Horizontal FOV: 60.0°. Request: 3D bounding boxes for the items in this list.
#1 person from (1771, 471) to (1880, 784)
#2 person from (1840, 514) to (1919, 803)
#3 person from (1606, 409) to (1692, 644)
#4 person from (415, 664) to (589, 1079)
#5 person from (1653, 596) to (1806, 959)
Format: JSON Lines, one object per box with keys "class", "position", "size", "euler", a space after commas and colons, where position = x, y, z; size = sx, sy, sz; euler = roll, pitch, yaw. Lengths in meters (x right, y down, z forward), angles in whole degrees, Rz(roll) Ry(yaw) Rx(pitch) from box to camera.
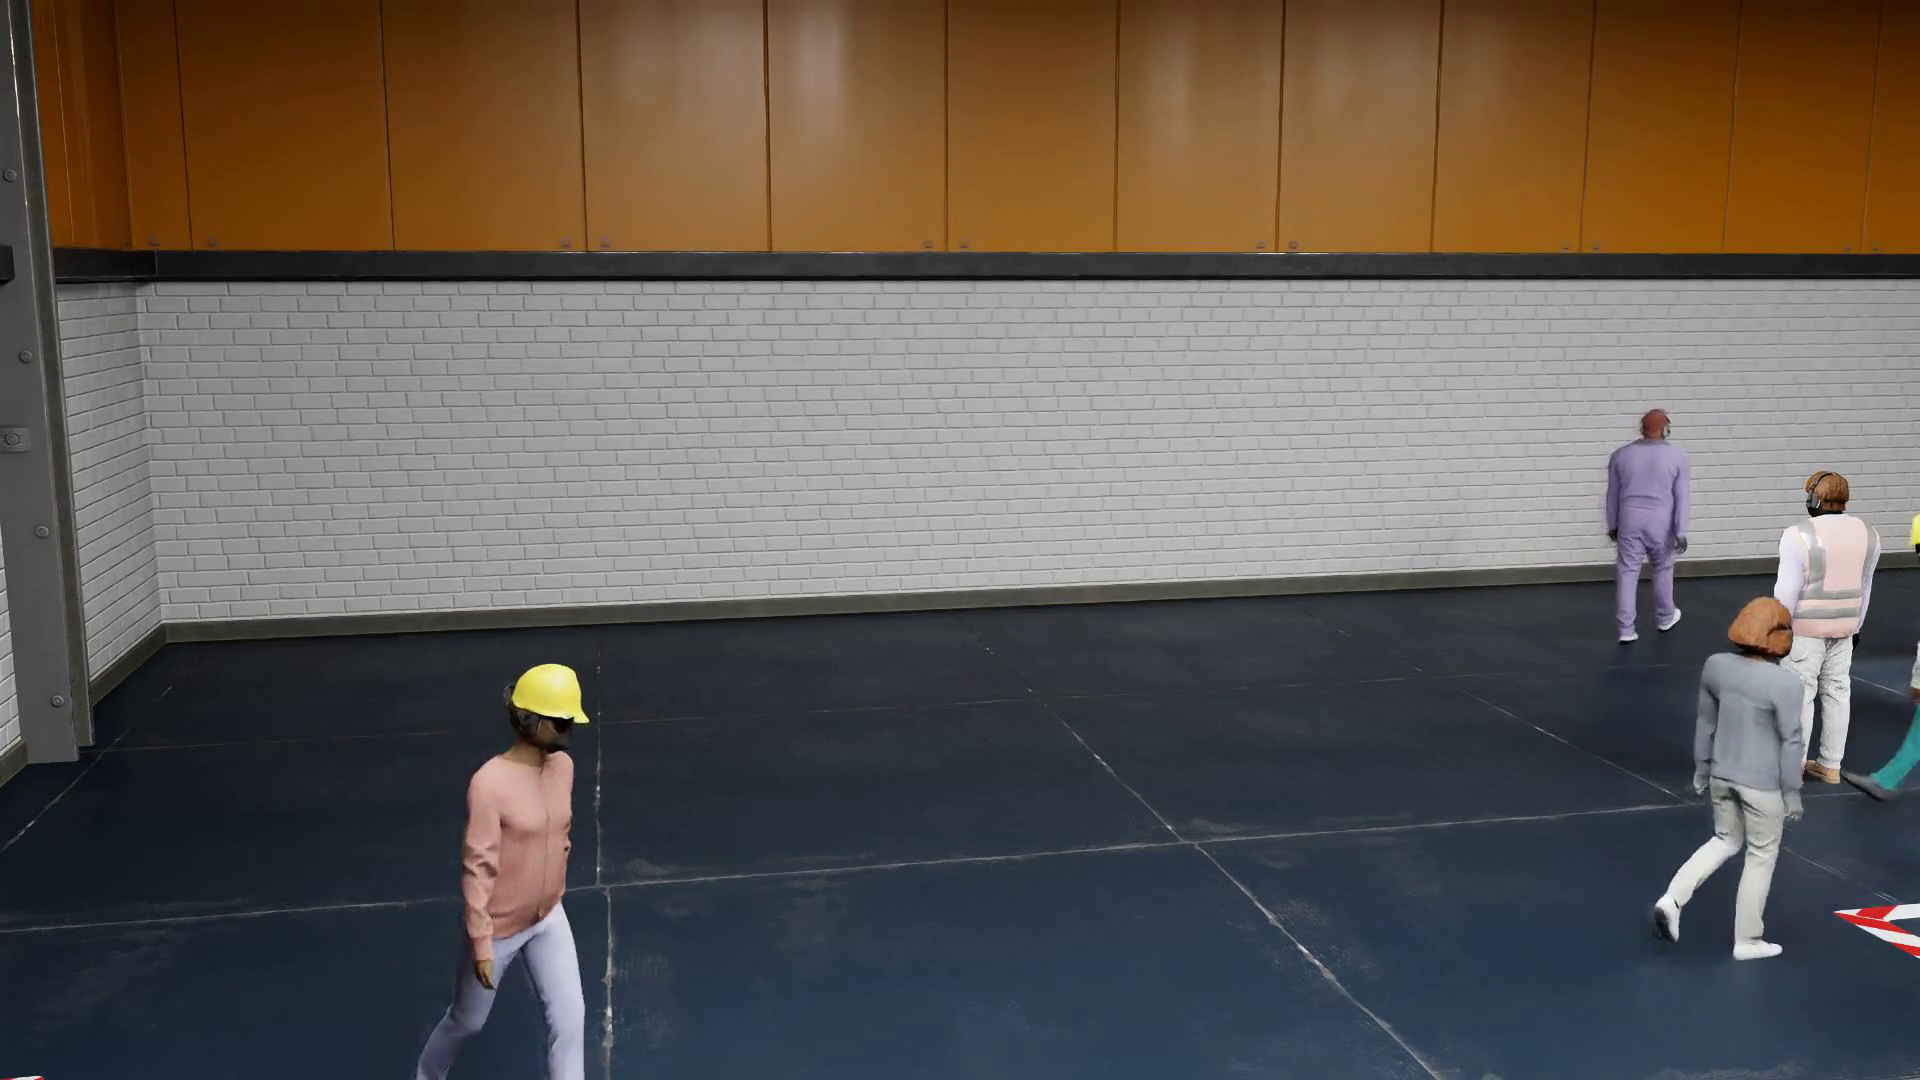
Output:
{"class": "person", "position": [4.948, 0.518, 9.630], "size": [0.625, 1.844, 0.429], "euler": [-2, 10, -15]}
{"class": "person", "position": [5.252, 0.698, 8.943], "size": [0.918, 1.692, 0.575], "euler": [9, 13, 44]}
{"class": "person", "position": [5.587, -0.124, 13.442], "size": [0.674, 1.863, 0.932], "euler": [7, 12, 36]}
{"class": "person", "position": [-1.525, 1.251, 5.541], "size": [0.881, 1.708, 0.607], "euler": [5, 10, 27]}
{"class": "person", "position": [3.335, 1.039, 7.139], "size": [0.519, 1.616, 0.504], "euler": [-4, 10, -22]}
